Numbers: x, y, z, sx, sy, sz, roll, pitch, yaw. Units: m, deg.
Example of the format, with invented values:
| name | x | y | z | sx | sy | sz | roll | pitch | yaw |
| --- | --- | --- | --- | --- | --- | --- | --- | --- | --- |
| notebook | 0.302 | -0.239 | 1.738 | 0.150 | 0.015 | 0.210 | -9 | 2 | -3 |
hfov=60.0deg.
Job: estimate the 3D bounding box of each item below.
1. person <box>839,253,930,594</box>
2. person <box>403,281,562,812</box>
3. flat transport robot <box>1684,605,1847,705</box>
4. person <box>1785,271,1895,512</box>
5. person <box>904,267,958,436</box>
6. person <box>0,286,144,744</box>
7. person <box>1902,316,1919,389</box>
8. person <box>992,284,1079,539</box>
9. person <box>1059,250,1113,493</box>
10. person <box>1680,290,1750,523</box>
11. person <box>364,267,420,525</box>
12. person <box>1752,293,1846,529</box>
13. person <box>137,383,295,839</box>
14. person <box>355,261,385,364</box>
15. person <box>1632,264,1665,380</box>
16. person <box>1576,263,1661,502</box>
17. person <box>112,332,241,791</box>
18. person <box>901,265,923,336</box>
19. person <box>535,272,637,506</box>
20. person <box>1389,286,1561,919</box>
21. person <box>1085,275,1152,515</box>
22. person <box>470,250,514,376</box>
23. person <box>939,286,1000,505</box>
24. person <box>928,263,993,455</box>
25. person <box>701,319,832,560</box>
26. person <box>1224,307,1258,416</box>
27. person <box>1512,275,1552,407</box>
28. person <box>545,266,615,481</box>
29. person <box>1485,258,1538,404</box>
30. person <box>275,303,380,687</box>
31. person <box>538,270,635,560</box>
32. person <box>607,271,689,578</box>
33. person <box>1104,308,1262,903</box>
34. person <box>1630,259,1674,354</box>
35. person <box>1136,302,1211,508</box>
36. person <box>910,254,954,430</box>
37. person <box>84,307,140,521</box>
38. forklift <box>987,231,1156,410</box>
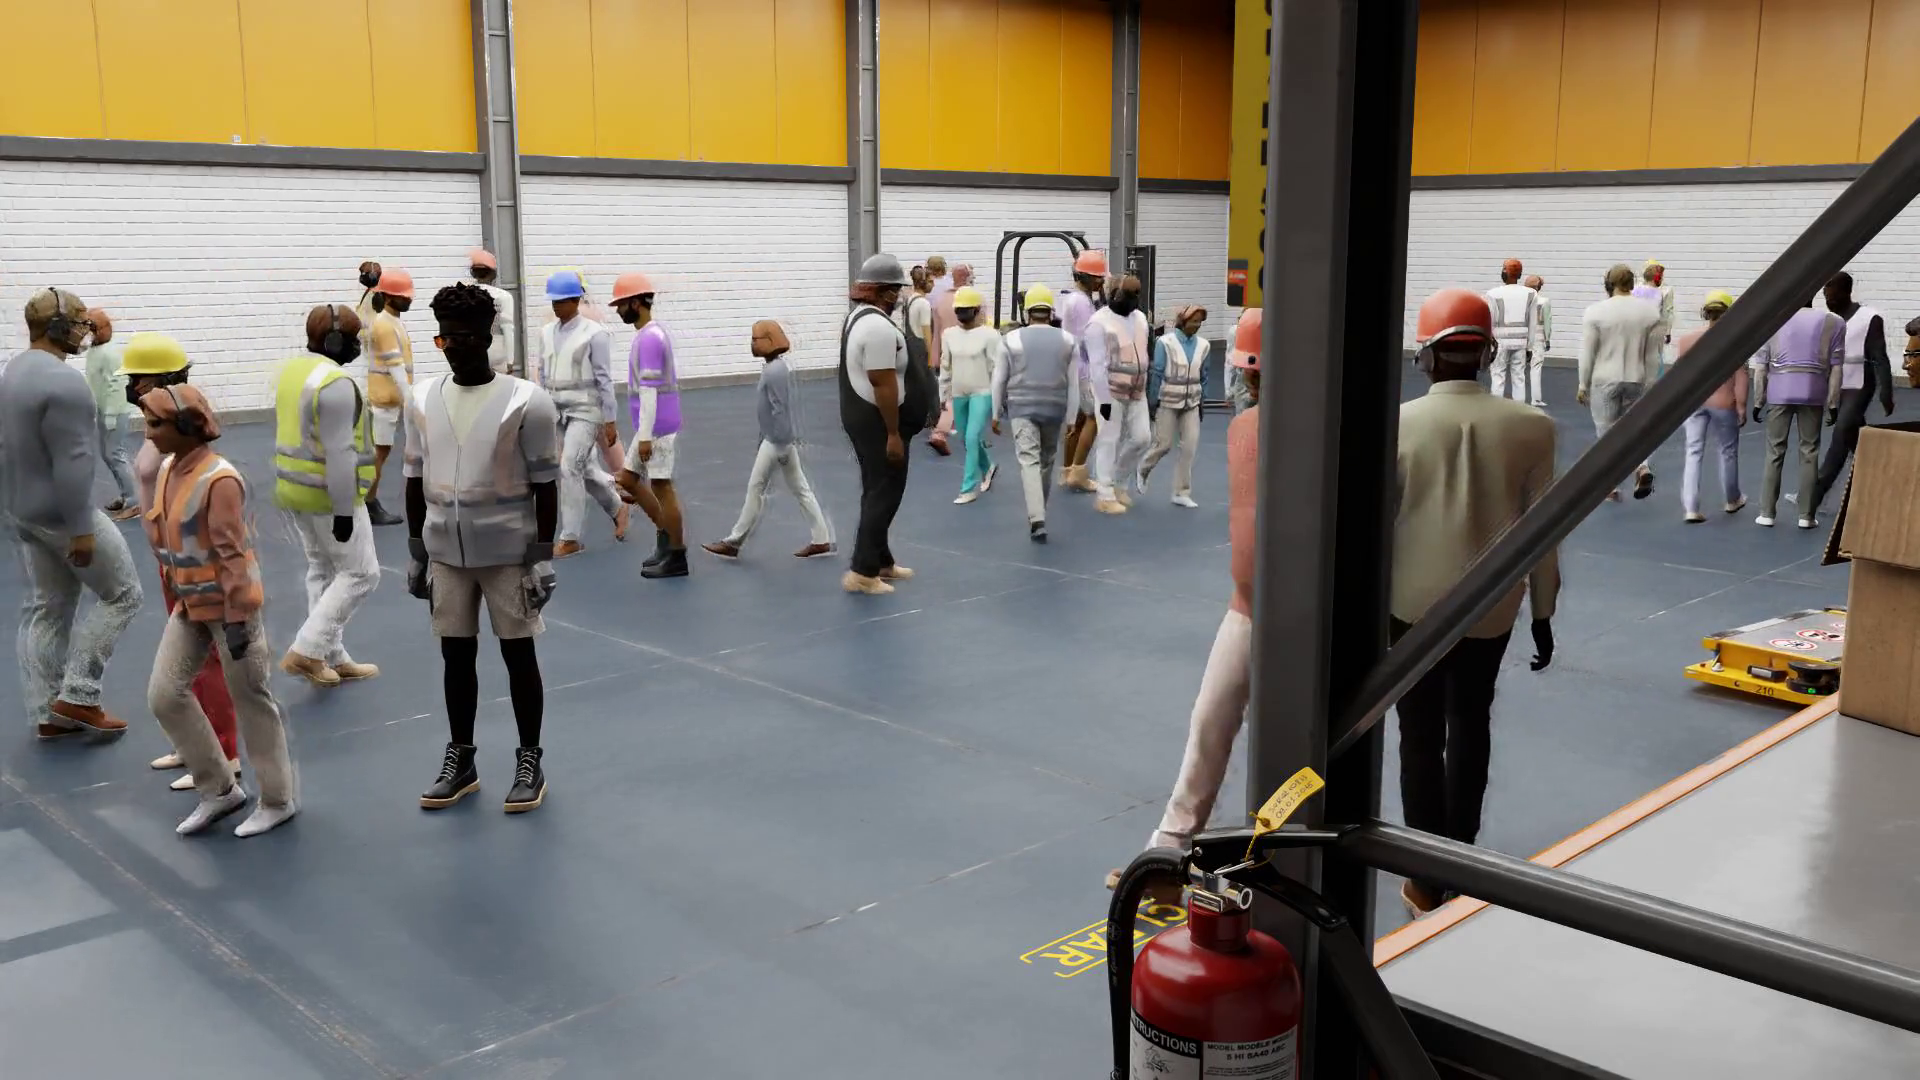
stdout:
| name | x | y | z | sx | sy | sz | roll | pitch | yaw |
| --- | --- | --- | --- | --- | --- | --- | --- | --- | --- |
| person | -0.472 | -0.716 | 10.046 | 0.579 | 2.000 | 0.701 | -3 | 11 | -16 |
| person | -1.778 | 0.033 | 6.167 | 0.608 | 1.965 | 0.365 | 2 | 11 | 9 |
| flat transport robot | 4.194 | 0.541 | 8.022 | 1.431 | 0.197 | 0.652 | -8 | 13 | -36 |
| person | 6.778 | -1.127 | 12.801 | 1.005 | 1.854 | 0.646 | -2 | 11 | -10 |
| person | -0.469 | -1.955 | 17.451 | 0.915 | 1.813 | 0.520 | -3 | 11 | -16 |
| person | -3.735 | -0.088 | 6.964 | 0.649 | 1.919 | 0.469 | 9 | 14 | 39 |
| person | 3.542 | 0.103 | 6.088 | 0.509 | 1.860 | 0.333 | -10 | 14 | -43 |
| person | 0.538 | -0.914 | 11.831 | 0.604 | 1.790 | 0.923 | -2 | 10 | -8 |
| person | 1.027 | -1.385 | 13.801 | 0.468 | 2.012 | 0.621 | 1 | 10 | 4 |
| person | 5.674 | -1.006 | 12.485 | 0.538 | 1.711 | 0.898 | 9 | 14 | 40 |
| person | -4.053 | -1.040 | 12.199 | 0.869 | 1.890 | 0.551 | -1 | 10 | -6 |
| person | 6.082 | -1.037 | 12.102 | 0.587 | 1.930 | 0.359 | 5 | 11 | 25 |
| person | -2.634 | 0.261 | 5.843 | 0.627 | 1.614 | 0.508 | 9 | 13 | 39 |
| person | -6.557 | -2.195 | 18.658 | 0.429 | 1.844 | 0.625 | -6 | 12 | -32 |
| person | 8.243 | -2.419 | 20.054 | 0.989 | 1.788 | 0.568 | -3 | 11 | -13 |
| person | 5.245 | -1.231 | 13.205 | 0.629 | 1.916 | 0.532 | -2 | 11 | -9 |
| person | -3.032 | 0.083 | 6.443 | 0.331 | 1.768 | 0.526 | -7 | 12 | -33 |
| person | -0.634 | -3.223 | 24.687 | 0.527 | 1.690 | 0.321 | 3 | 11 | 17 |
| person | -3.056 | -1.168 | 13.032 | 1.058 | 1.844 | 0.645 | 0 | 10 | 1 |
| person | 1.526 | 0.190 | 5.291 | 0.650 | 1.967 | 0.698 | 0 | 10 | 2 |
| person | 1.220 | -1.107 | 12.737 | 0.641 | 1.830 | 0.458 | -8 | 13 | -36 |
| person | -4.634 | -1.817 | 16.238 | 0.601 | 1.994 | 1.065 | -1 | 10 | -4 |
| person | 0.124 | -1.191 | 13.488 | 0.533 | 1.739 | 0.810 | 6 | 12 | 29 |
| person | 0.001 | -1.769 | 16.304 | 0.982 | 1.871 | 0.651 | -10 | 14 | -43 |
| person | -1.255 | -0.653 | 10.936 | 0.876 | 1.577 | 0.516 | 0 | 10 | -2 |
| person | 2.392 | -1.199 | 13.557 | 0.489 | 1.708 | 0.769 | 3 | 11 | 16 |
| person | 7.124 | -2.478 | 20.756 | 0.513 | 1.638 | 0.307 | 10 | 14 | 43 |
| person | -3.485 | -1.407 | 14.272 | 0.964 | 1.886 | 0.596 | -1 | 10 | -5 |
| person | 5.892 | -2.074 | 17.879 | 0.574 | 1.884 | 0.356 | -1 | 10 | -4 |
| person | -2.953 | -0.188 | 7.767 | 0.462 | 1.824 | 0.664 | -10 | 14 | -43 |
| person | -2.522 | -0.863 | 11.222 | 0.642 | 1.915 | 0.886 | 7 | 13 | 34 |
| person | -1.927 | -0.708 | 10.373 | 0.492 | 1.906 | 0.652 | -2 | 11 | -11 |
| person | 0.903 | 0.236 | 5.144 | 0.958 | 1.940 | 0.602 | -7 | 12 | -32 |
| person | 8.928 | -2.720 | 21.579 | 0.591 | 1.825 | 0.403 | 3 | 11 | 14 |
| person | 1.676 | -1.067 | 13.121 | 0.529 | 1.611 | 0.568 | -5 | 11 | -25 |
| person | -0.255 | -2.131 | 18.093 | 0.637 | 1.921 | 0.518 | -2 | 11 | -13 |
| person | -6.373 | -0.944 | 12.465 | 0.409 | 1.604 | 0.586 | -9 | 14 | -41 |
| forklift | 1.222 | -2.721 | 20.561 | 2.313 | 2.155 | 1.214 | 2 | 11 | 13 |
